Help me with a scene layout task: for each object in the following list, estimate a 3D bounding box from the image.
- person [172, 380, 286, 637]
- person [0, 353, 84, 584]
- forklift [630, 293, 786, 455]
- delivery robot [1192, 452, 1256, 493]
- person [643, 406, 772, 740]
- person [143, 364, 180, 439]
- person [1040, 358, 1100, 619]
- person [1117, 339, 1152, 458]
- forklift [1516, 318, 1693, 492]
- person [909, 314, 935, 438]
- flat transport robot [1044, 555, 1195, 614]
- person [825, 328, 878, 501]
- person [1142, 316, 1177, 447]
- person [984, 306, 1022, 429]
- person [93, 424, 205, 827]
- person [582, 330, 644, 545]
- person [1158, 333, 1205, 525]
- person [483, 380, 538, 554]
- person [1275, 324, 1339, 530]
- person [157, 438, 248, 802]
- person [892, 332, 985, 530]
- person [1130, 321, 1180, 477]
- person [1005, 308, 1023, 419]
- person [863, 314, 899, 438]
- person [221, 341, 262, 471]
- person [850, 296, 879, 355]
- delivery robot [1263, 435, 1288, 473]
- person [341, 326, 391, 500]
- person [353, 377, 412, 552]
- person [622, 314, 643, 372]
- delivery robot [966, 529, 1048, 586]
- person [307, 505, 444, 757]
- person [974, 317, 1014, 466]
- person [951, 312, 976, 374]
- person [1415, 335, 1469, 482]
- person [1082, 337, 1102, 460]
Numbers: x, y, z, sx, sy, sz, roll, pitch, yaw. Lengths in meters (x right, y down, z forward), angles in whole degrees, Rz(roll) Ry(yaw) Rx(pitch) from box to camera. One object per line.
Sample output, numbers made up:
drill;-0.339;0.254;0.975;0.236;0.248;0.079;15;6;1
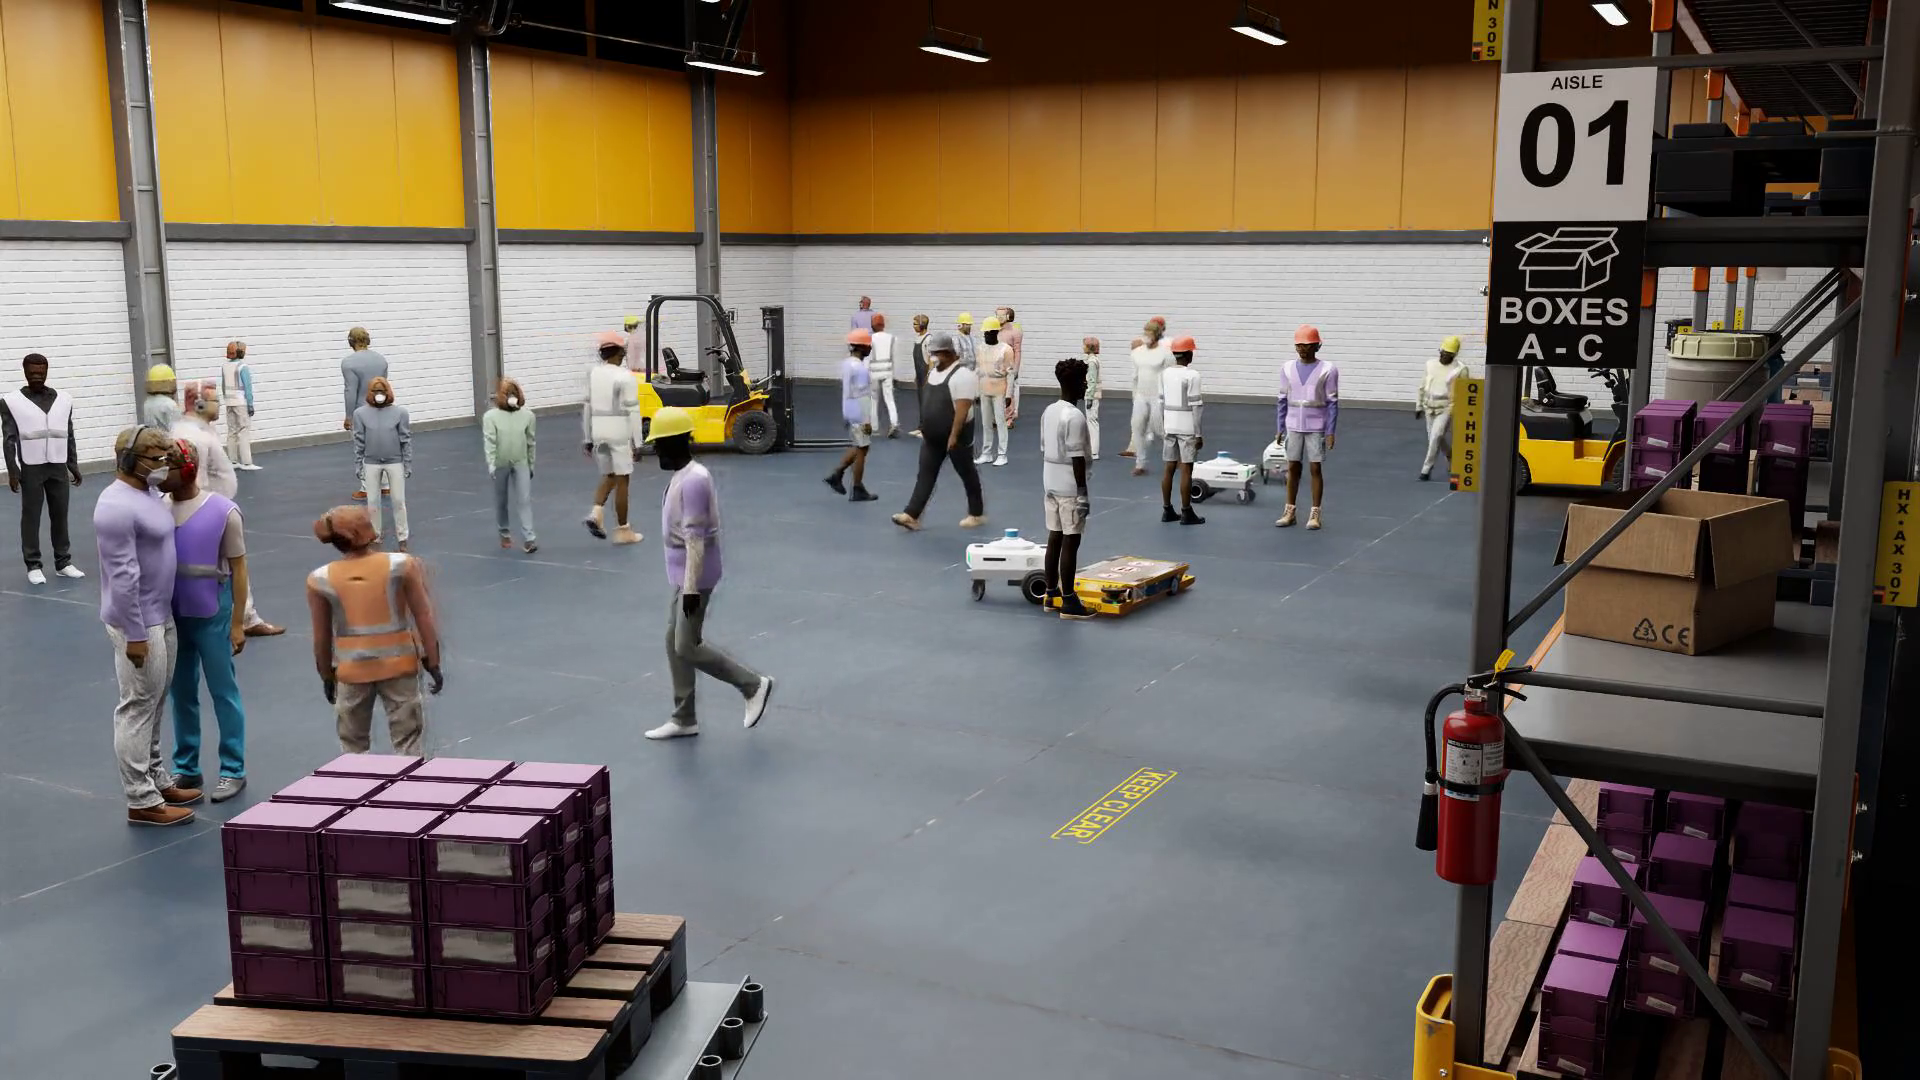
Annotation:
person;-5.389;-0.201;11.749;0.932;1.876;0.647;-6;11;-30
person;-7.687;-0.606;13.934;0.380;1.917;0.596;7;12;33
forklift;-3.588;-2.317;23.042;2.313;2.155;1.214;-1;10;-5
delivery robot;2.890;-0.731;18.331;0.707;0.478;0.477;4;11;22
person;-1.456;0.191;9.370;0.622;1.898;0.604;-3;10;-18
person;-7.415;-0.764;15.404;0.492;1.724;0.615;8;13;38
person;0.819;-0.393;12.563;0.367;1.966;0.603;-4;10;-21
person;2.527;-1.885;22.243;0.756;1.600;0.546;1;10;5
forklift;7.066;-1.601;18.899;2.313;2.155;1.214;5;11;27
person;-0.543;-2.435;24.753;0.348;1.842;0.505;-4;11;-22
flat transport robot;1.290;0.339;13.230;0.652;0.197;1.431;6;11;31
person;-1.154;-1.376;18.373;0.504;1.926;0.545;-3;10;-19
person;2.837;-2.260;23.692;0.580;1.870;0.621;4;10;20
person;0.633;-2.690;26.025;0.647;1.913;0.409;5;11;25
person;-3.929;0.407;8.031;0.371;1.934;0.627;-2;10;-13
person;-3.260;-0.956;15.653;0.714;2.025;0.532;5;11;28
person;2.253;-1.124;16.869;0.347;1.943;0.544;-8;13;-40
person;-4.102;-0.665;15.241;0.497;1.586;0.867;-5;11;-26
person;3.439;-1.115;16.539;0.631;2.039;0.400;6;12;31
person;-3.834;0.396;8.365;0.565;1.838;0.387;2;10;12
person;-0.169;-1.107;16.482;1.064;2.000;0.689;-9;14;-43
person;2.428;-1.744;20.570;0.633;1.920;0.742;8;13;40
person;0.787;-2.931;27.617;0.429;1.845;0.621;6;11;30
person;-1.153;-2.445;24.794;0.582;1.855;0.906;-4;11;-23
person;-9.119;-1.692;21.035;0.523;1.638;0.309;6;11;31
person;-1.824;-3.750;32.160;0.651;1.913;0.410;-4;11;-24
delivery robot;3.855;-1.022;20.019;0.477;0.478;0.707;3;10;16
person;-6.618;-1.405;18.522;0.376;1.934;0.629;4;11;24
person;-5.282;-0.685;15.252;0.504;1.629;0.278;-2;10;-14
person;-5.280;-2.808;27.171;0.583;1.745;0.534;0;10;1
delivery robot;0.406;0.156;13.199;0.707;0.478;0.477;1;10;5
person;-2.633;0.633;7.661;0.643;1.609;0.328;-2;10;-13
person;0.419;-1.918;21.505;0.595;1.925;0.375;8;13;39
person;0.052;-2.615;25.823;0.403;1.827;0.599;4;11;23
person;5.877;-1.598;20.143;0.832;1.774;0.625;-8;13;-38
person;1.736;-1.876;22.093;0.306;1.639;0.523;1;10;3
